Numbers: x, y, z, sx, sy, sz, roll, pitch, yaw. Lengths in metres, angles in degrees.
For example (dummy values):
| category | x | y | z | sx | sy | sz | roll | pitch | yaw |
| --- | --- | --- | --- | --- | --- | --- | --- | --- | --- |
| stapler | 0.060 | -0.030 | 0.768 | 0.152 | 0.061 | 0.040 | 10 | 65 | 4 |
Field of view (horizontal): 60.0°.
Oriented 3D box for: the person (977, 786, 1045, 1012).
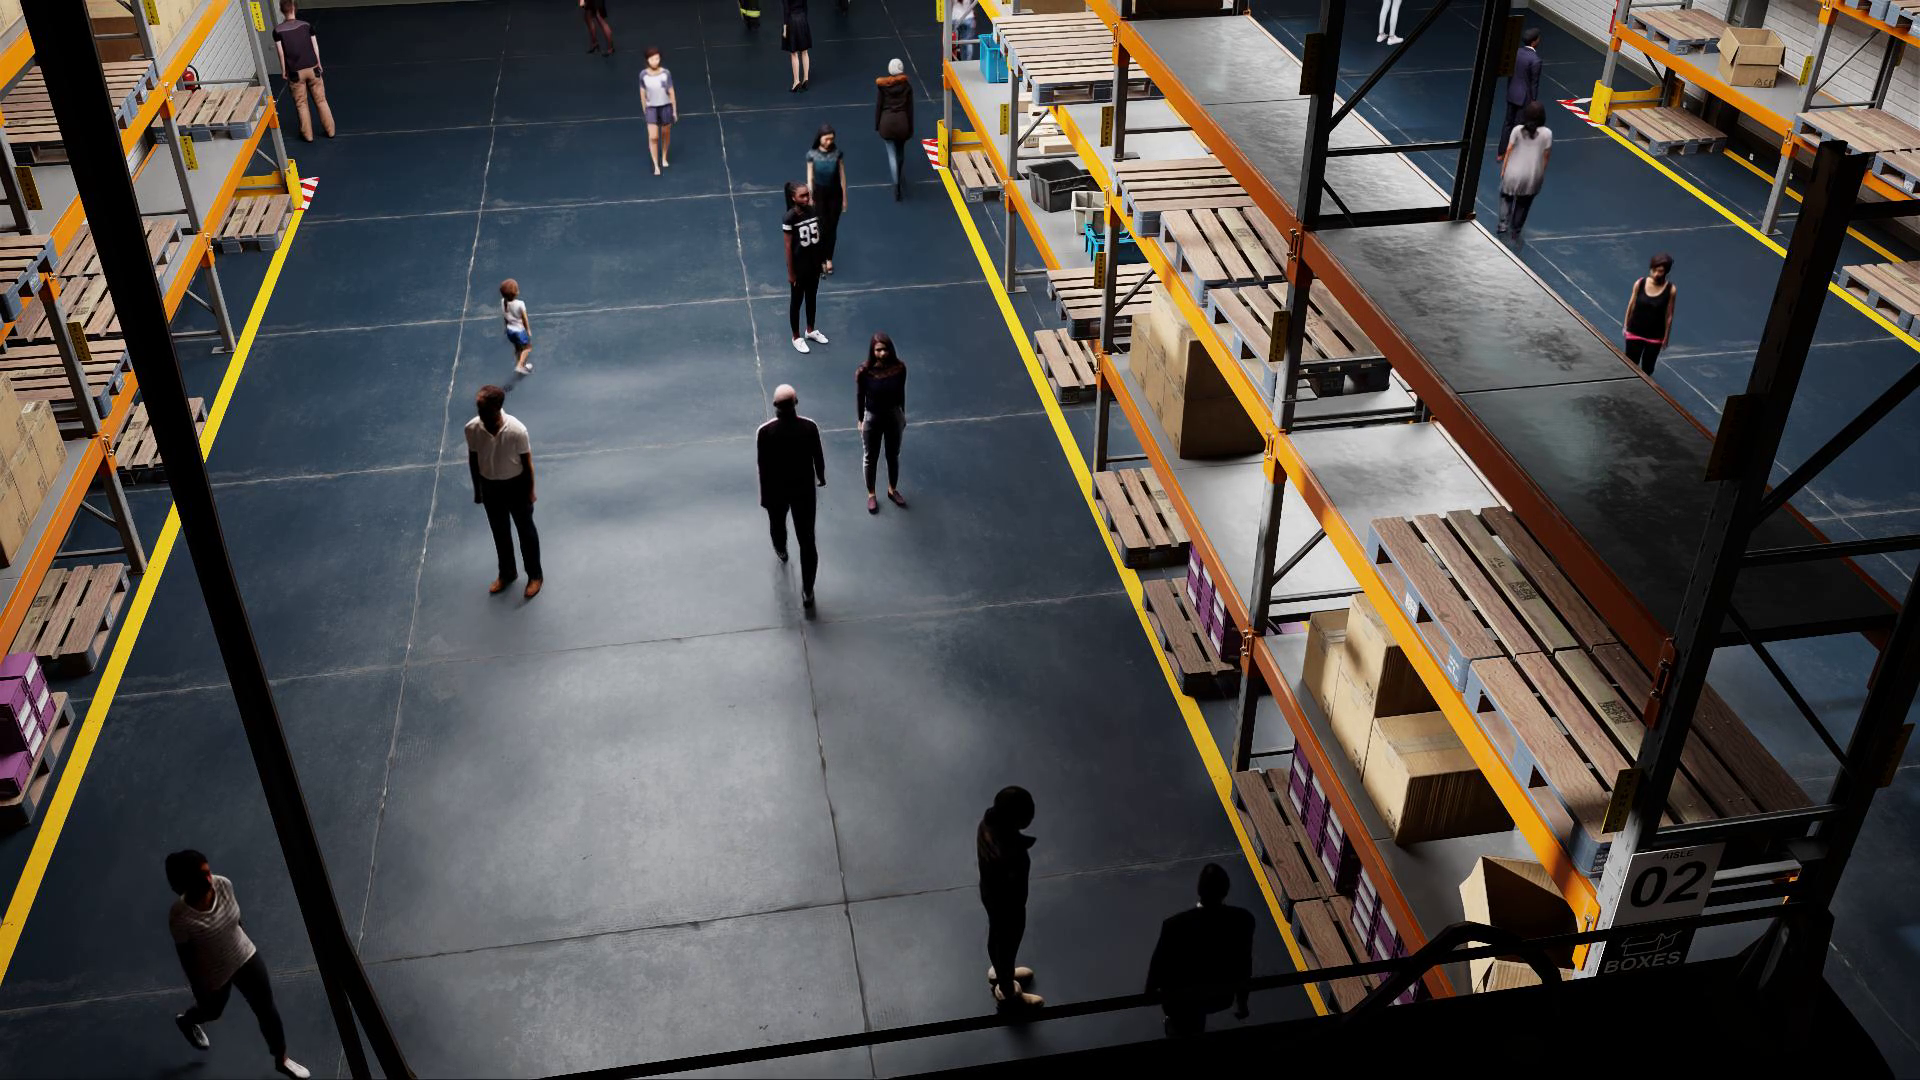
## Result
| category | x | y | z | sx | sy | sz | roll | pitch | yaw |
| --- | --- | --- | --- | --- | --- | --- | --- | --- | --- |
| person | 0.238 | 2.049 | 9.434 | 0.659 | 1.659 | 0.591 | 9 | 35 | 13 |

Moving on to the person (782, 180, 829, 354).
| category | x | y | z | sx | sy | sz | roll | pitch | yaw |
| --- | --- | --- | --- | --- | --- | --- | --- | --- | --- |
| person | -1.559 | -2.743 | 16.579 | 0.763 | 1.729 | 0.718 | 26 | 42 | 34 |

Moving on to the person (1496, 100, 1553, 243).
| category | x | y | z | sx | sy | sz | roll | pitch | yaw |
| --- | --- | --- | --- | --- | --- | --- | --- | --- | --- |
| person | 6.361 | -4.133 | 18.791 | 0.767 | 1.596 | 0.816 | 10 | 35 | 14 |

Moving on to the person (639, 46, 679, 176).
| category | x | y | z | sx | sy | sz | roll | pitch | yaw |
| --- | --- | --- | --- | --- | --- | --- | --- | --- | --- |
| person | -3.764 | -5.399 | 20.742 | 0.615 | 1.544 | 0.832 | -9 | 35 | -13 |

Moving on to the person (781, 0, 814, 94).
| category | x | y | z | sx | sy | sz | roll | pitch | yaw |
| --- | --- | --- | --- | --- | --- | --- | --- | --- | --- |
| person | -2.281 | -7.120 | 23.148 | 0.695 | 1.747 | 0.726 | -27 | 42 | -34 |

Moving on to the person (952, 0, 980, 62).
| category | x | y | z | sx | sy | sz | roll | pitch | yaw |
| --- | --- | --- | --- | --- | --- | --- | --- | --- | --- |
| person | 0.037 | -7.318 | 23.485 | 0.831 | 1.705 | 1.001 | 7 | 34 | 10 |

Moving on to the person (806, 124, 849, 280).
| category | x | y | z | sx | sy | sz | roll | pitch | yaw |
| --- | --- | --- | --- | --- | --- | --- | --- | --- | --- |
| person | -1.447 | -3.710 | 18.048 | 0.568 | 1.714 | 0.634 | -7 | 34 | -10 |

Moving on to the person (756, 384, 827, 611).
| category | x | y | z | sx | sy | sz | roll | pitch | yaw |
| --- | --- | --- | --- | --- | --- | --- | --- | --- | --- |
| person | -1.283 | -0.295 | 12.855 | 0.733 | 1.776 | 1.223 | -7 | 34 | -10 |

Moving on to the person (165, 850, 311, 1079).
| category | x | y | z | sx | sy | sz | roll | pitch | yaw |
| --- | --- | --- | --- | --- | --- | --- | --- | --- | --- |
| person | -4.100 | 2.312 | 9.084 | 1.061 | 1.609 | 1.096 | 16 | 37 | 23 |

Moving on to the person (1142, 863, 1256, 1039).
| category | x | y | z | sx | sy | sz | roll | pitch | yaw |
| --- | --- | --- | --- | --- | --- | --- | --- | --- | --- |
| person | 1.276 | 2.467 | 8.720 | 0.684 | 1.752 | 1.155 | -6 | 34 | -9 |

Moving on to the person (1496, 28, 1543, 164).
| category | x | y | z | sx | sy | sz | roll | pitch | yaw |
| --- | --- | --- | --- | --- | --- | --- | --- | --- | --- |
| person | 6.998 | -5.537 | 20.786 | 0.755 | 1.726 | 0.576 | -16 | 37 | -23 |

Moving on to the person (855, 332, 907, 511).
| category | x | y | z | sx | sy | sz | roll | pitch | yaw |
| --- | --- | --- | --- | --- | --- | --- | --- | --- | --- |
| person | -0.654 | -1.007 | 14.077 | 0.634 | 1.608 | 0.592 | -12 | 35 | -17 |

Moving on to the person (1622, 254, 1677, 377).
| category | x | y | z | sx | sy | sz | roll | pitch | yaw |
| --- | --- | --- | --- | --- | --- | --- | --- | --- | --- |
| person | 6.457 | -1.971 | 15.612 | 0.863 | 1.515 | 0.979 | 15 | 37 | 22 |

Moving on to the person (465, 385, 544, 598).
| category | x | y | z | sx | sy | sz | roll | pitch | yaw |
| --- | --- | --- | --- | --- | --- | --- | --- | --- | --- |
| person | -3.529 | -0.421 | 12.976 | 0.739 | 1.851 | 0.717 | 7 | 34 | 11 |

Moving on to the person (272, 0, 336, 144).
| category | x | y | z | sx | sy | sz | roll | pitch | yaw |
| --- | --- | --- | --- | --- | --- | --- | --- | --- | --- |
| person | -8.509 | -6.090 | 21.511 | 0.760 | 1.843 | 0.727 | -19 | 38 | -26 |

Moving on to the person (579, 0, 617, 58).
| category | x | y | z | sx | sy | sz | roll | pitch | yaw |
| --- | --- | --- | --- | --- | --- | --- | --- | --- | --- |
| person | -5.269 | -7.960 | 24.467 | 0.691 | 1.687 | 0.617 | -3 | 34 | -5 |

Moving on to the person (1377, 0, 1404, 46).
| category | x | y | z | sx | sy | sz | roll | pitch | yaw |
| --- | --- | --- | --- | --- | --- | --- | --- | --- | --- |
| person | 6.537 | -8.371 | 25.027 | 0.737 | 1.751 | 0.640 | -22 | 40 | -30 |

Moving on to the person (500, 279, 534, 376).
| category | x | y | z | sx | sy | sz | roll | pitch | yaw |
| --- | --- | --- | --- | --- | --- | --- | --- | --- | --- |
| person | -4.331 | -2.048 | 16.176 | 0.535 | 1.018 | 0.597 | 14 | 36 | 19 |

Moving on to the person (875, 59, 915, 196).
| category | x | y | z | sx | sy | sz | roll | pitch | yaw |
| --- | --- | --- | --- | --- | --- | --- | --- | --- | --- |
| person | -0.781 | -4.933 | 19.993 | 0.593 | 1.599 | 1.014 | -5 | 34 | -7 |
